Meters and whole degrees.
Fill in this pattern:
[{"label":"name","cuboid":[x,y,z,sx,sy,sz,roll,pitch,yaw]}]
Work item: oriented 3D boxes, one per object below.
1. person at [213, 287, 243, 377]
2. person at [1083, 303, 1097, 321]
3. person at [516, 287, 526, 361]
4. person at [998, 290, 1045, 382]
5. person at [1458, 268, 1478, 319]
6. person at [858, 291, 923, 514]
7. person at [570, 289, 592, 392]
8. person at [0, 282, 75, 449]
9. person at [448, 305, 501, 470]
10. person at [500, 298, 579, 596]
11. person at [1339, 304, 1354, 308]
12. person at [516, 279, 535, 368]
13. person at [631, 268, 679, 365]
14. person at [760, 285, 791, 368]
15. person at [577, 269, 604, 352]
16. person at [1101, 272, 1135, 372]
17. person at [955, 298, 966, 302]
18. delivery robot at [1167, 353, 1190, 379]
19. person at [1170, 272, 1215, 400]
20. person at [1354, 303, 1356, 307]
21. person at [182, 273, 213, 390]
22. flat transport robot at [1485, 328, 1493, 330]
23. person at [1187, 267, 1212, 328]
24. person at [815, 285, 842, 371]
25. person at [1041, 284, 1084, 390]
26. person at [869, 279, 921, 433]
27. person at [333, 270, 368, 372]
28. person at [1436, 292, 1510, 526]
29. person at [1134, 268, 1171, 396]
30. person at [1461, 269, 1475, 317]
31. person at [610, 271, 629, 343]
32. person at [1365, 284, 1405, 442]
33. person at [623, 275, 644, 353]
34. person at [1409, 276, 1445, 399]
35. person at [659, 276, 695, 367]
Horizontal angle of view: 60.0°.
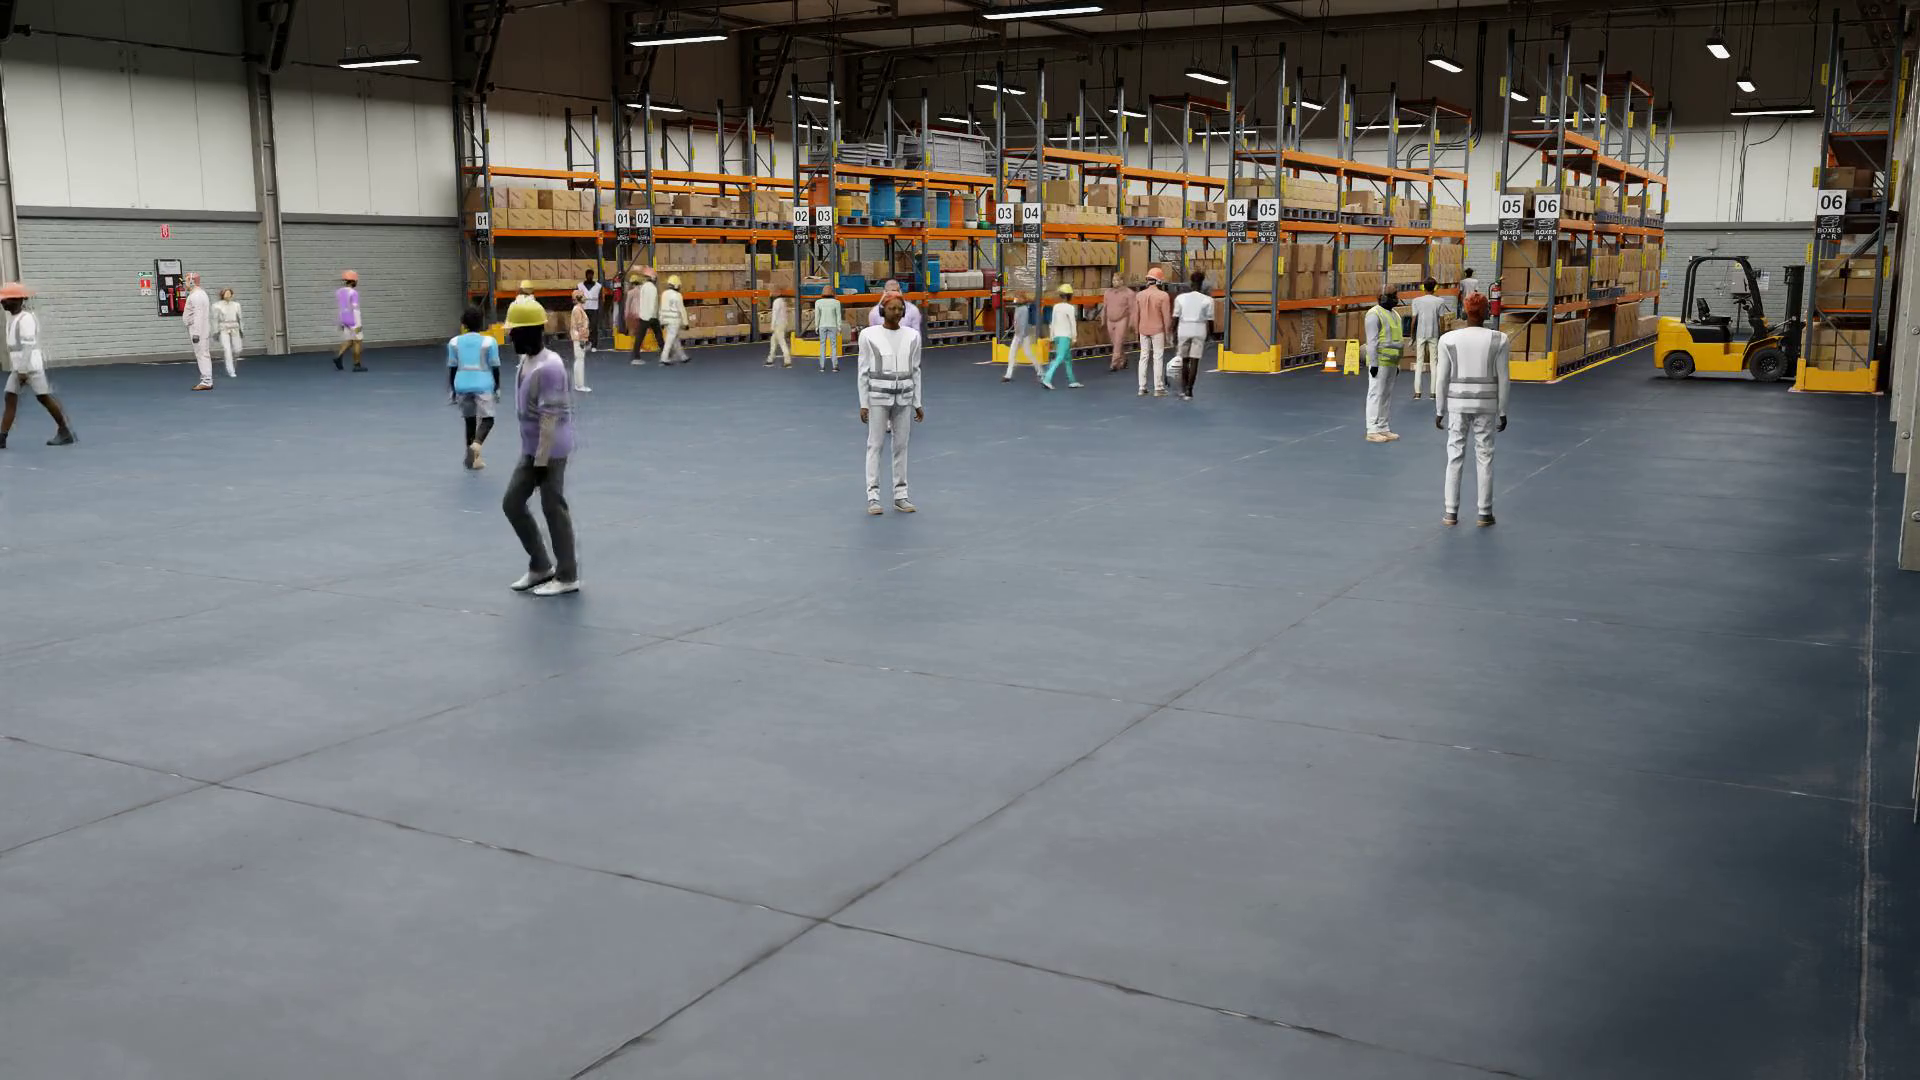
[{"label":"person","cuboid":[-13.205,-3.752,30.011,0.466,1.624,0.522,9,14,44]},{"label":"person","cuboid":[3.224,-5.851,42.200,0.544,1.645,0.861,4,10,21]},{"label":"person","cuboid":[-9.005,-4.526,34.569,0.517,1.624,0.440,6,11,31]},{"label":"person","cuboid":[1.098,-3.513,28.717,0.832,1.598,0.509,-4,10,-21]},{"label":"person","cuboid":[13.667,-6.380,44.733,0.510,1.860,0.332,3,10,15]},{"label":"person","cuboid":[-0.587,-1.161,14.096,0.573,1.884,0.353,-4,11,-23]},{"label":"person","cuboid":[-6.112,-3.206,26.774,0.309,1.645,0.514,-3,10,-15]},{"label":"person","cuboid":[-10.646,-1.979,18.911,0.562,1.881,1.012,8,12,38]},{"label":"person","cuboid":[-4.911,-1.512,16.729,0.544,1.683,0.594,1,10,6]},{"label":"person","cuboid":[-2.699,-0.575,10.579,0.561,1.905,0.604,-6,11,-31]},{"label":"person","cuboid":[10.859,-6.730,46.332,0.853,2.024,0.620,-6,12,-33]},{"label":"person","cuboid":[-8.359,-4.222,32.469,0.650,1.722,0.496,-5,11,-26]},{"label":"person","cuboid":[-6.211,-4.505,33.516,1.035,1.938,0.623,-8,13,-40]},{"label":"person","cuboid":[-3.648,-4.170,32.506,0.765,1.598,0.508,1,10,8]},{"label":"person","cuboid":[-8.413,-5.216,37.832,0.626,1.887,0.455,-1,10,-4]},{"label":"person","cuboid":[3.005,-4.139,31.571,0.653,1.875,0.900,6,12,33]},{"label":"person","cuboid":[0.052,-7.901,53.253,0.970,1.978,0.727,2,10,10]},{"label":"delivery robot","cuboid":[3.665,-2.898,27.878,0.477,0.478,0.707,2,10,12]},{"label":"person","cuboid":[3.580,-3.125,25.443,0.646,1.926,0.834,3,10,18]},{"label":"person","cuboid":[11.614,-7.249,49.748,0.882,1.893,0.643,6,11,31]},{"label":"person","cuboid":[-12.422,-3.389,27.073,0.402,1.906,0.652,-3,10,-17]},{"label":"flat transport robot","cuboid":[13.941,-5.733,45.577,0.652,0.197,1.431,-4,10,-21]},{"label":"person","cuboid":[5.645,-5.493,39.360,0.632,1.926,0.561,6,11,30]},{"label":"person","cuboid":[-2.492,-4.001,31.455,0.509,1.631,0.268,1,10,5]},{"label":"person","cuboid":[1.673,-3.329,27.222,0.892,1.725,0.530,-6,11,-32]},{"label":"person","cuboid":[-0.813,-2.294,20.705,0.660,1.891,0.645,-1,10,-4]},{"label":"person","cuboid":[-11.418,-4.083,31.100,0.556,1.918,0.552,7,12,35]},{"label":"person","cuboid":[4.141,-1.051,13.450,0.572,1.885,0.356,4,10,21]},{"label":"person","cuboid":[3.023,-3.250,26.000,0.623,1.992,0.396,7,12,35]},{"label":"person","cuboid":[14.012,-6.532,45.745,0.587,1.813,0.723,-4,10,-21]},{"label":"person","cuboid":[-8.604,-5.893,42.021,0.543,1.809,1.004,0,10,0]},{"label":"person","cuboid":[5.007,-2.082,19.609,0.429,1.845,0.631,8,12,39]},{"label":"person","cuboid":[-7.391,-5.103,37.607,0.717,1.743,0.527,6,11,32]},{"label":"person","cuboid":[7.120,-3.068,25.335,0.533,1.859,0.310,3,10,18]},{"label":"person","cuboid":[-5.622,-4.321,32.879,0.927,1.781,0.614,-9,13,-43]}]
